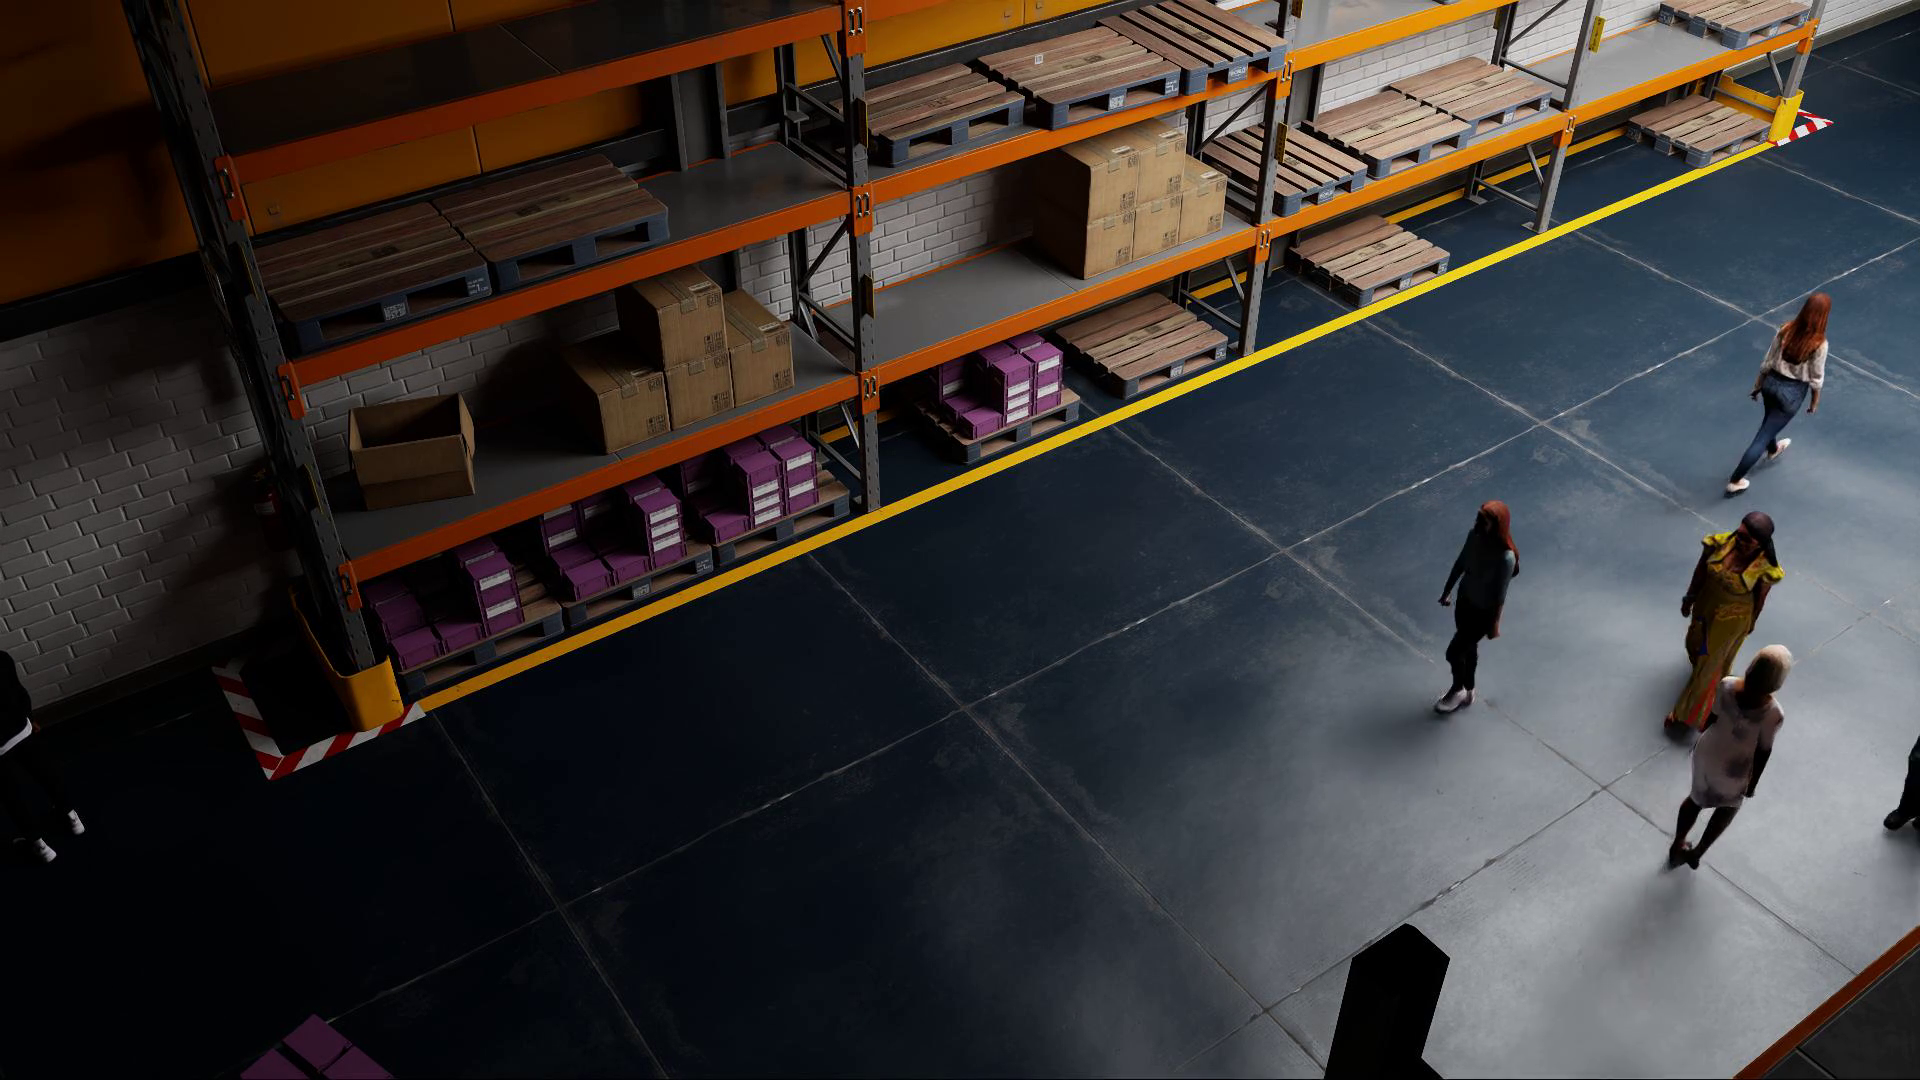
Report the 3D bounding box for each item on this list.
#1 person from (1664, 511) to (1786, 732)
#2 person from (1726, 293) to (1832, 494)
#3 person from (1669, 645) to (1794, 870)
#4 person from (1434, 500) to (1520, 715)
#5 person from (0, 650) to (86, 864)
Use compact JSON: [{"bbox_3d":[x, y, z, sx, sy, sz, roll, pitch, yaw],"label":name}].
[{"bbox_3d":[5.089,0.433,11.038,1.203,1.615,0.766,-26,45,-29],"label":"person"},{"bbox_3d":[6.323,-1.100,12.903,1.107,1.683,0.637,-21,43,-25],"label":"person"},{"bbox_3d":[4.464,1.343,9.802,0.656,1.735,0.630,-31,48,-32],"label":"person"},{"bbox_3d":[3.465,0.439,10.937,0.688,1.731,0.689,-12,40,-15],"label":"person"},{"bbox_3d":[-5.727,1.188,9.929,0.820,1.818,0.695,18,42,21],"label":"person"}]
